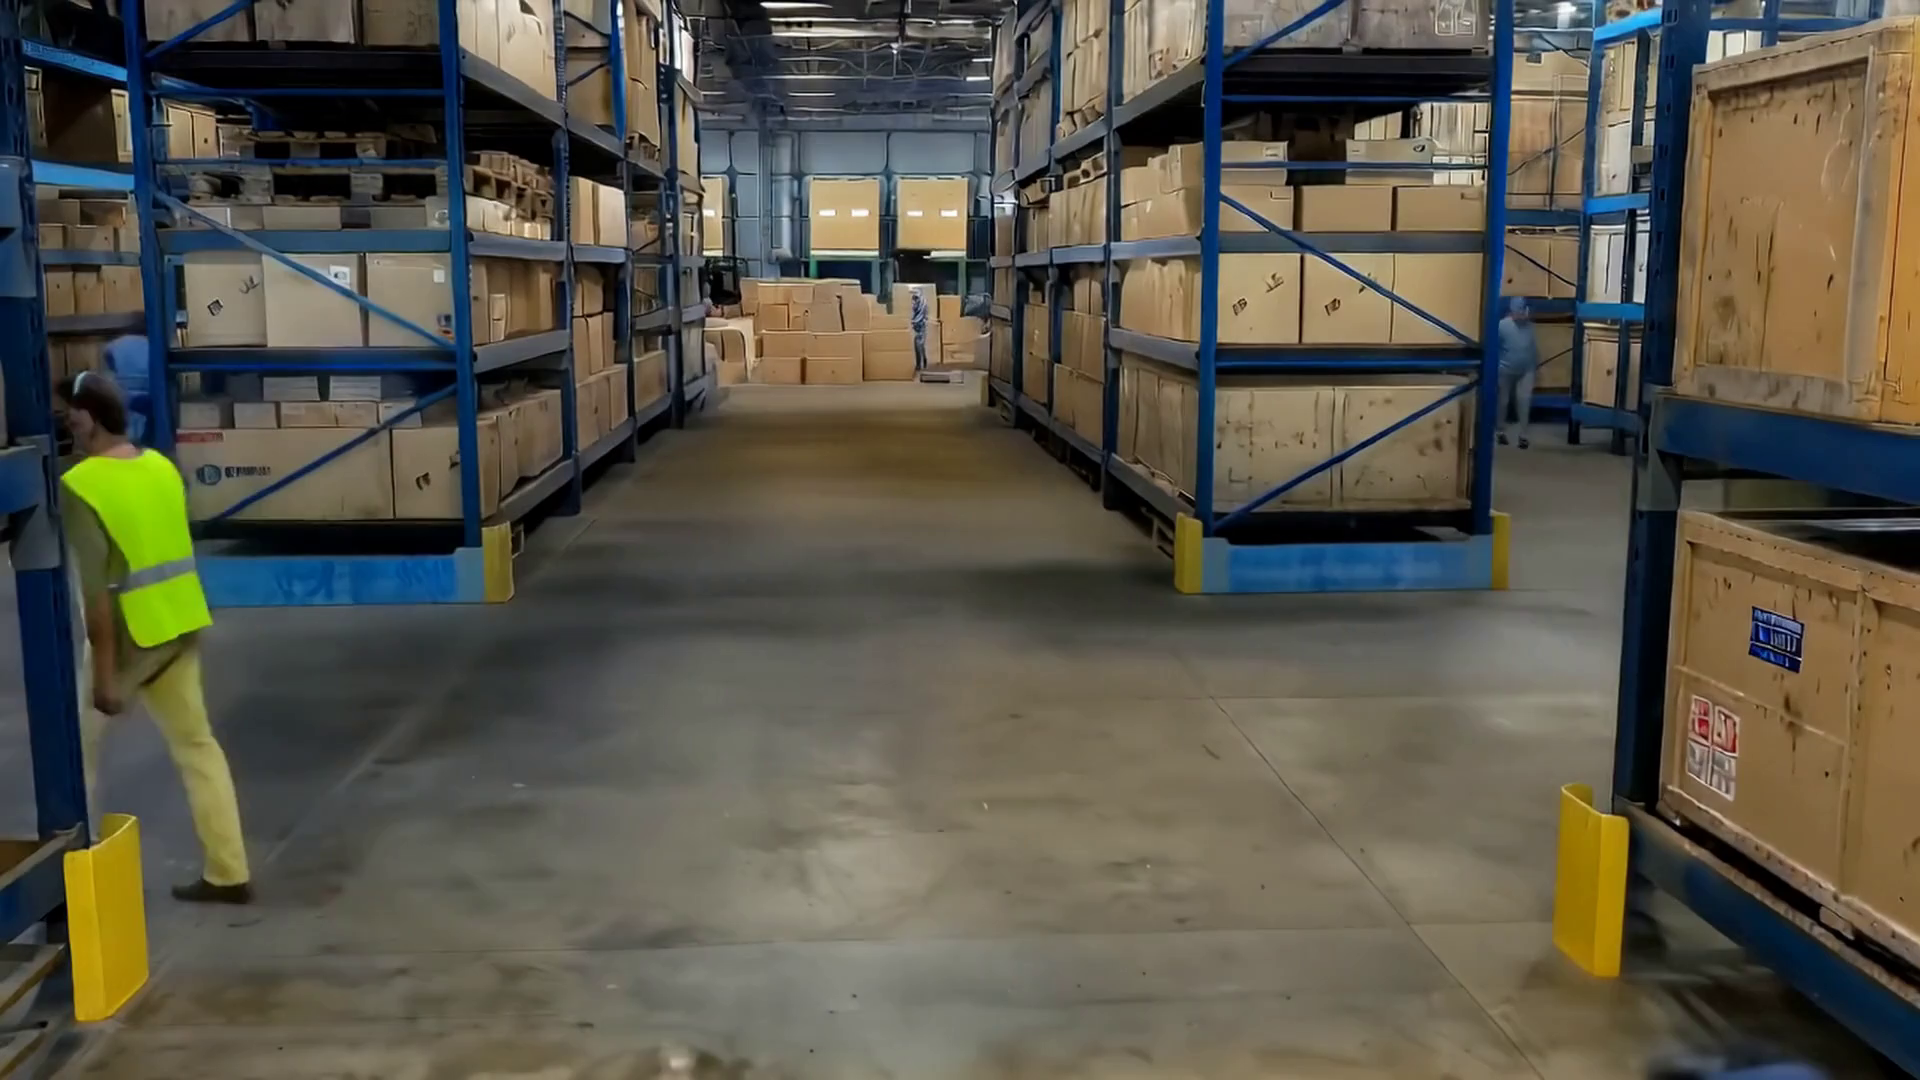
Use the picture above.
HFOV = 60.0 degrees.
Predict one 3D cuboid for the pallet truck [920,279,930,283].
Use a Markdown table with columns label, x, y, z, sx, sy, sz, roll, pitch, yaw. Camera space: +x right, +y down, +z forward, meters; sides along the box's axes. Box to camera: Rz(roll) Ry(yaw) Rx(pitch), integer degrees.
| label | x | y | z | sx | sy | sz | roll | pitch | yaw |
| --- | --- | --- | --- | --- | --- | --- | --- | --- | --- |
| pallet truck | -0.932 | -8.922 | 63.114 | 1.885 | 1.965 | 0.823 | 2 | 9 | 13 |

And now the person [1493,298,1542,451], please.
| label | x | y | z | sx | sy | sz | roll | pitch | yaw |
| --- | --- | --- | --- | --- | --- | --- | --- | --- | --- |
| person | 6.793 | -2.044 | 20.443 | 0.649 | 1.847 | 1.054 | 1 | 9 | 7 |

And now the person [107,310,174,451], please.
| label | x | y | z | sx | sy | sz | roll | pitch | yaw |
| --- | --- | --- | --- | --- | --- | --- | --- | --- | --- |
| person | -7.723 | -1.272 | 15.765 | 0.623 | 1.790 | 0.997 | -1 | 9 | -4 |

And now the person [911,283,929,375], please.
| label | x | y | z | sx | sy | sz | roll | pitch | yaw |
| --- | --- | --- | --- | --- | --- | --- | --- | --- | --- |
| person | -0.882 | -4.463 | 35.290 | 0.351 | 1.942 | 0.547 | -6 | 11 | -31 |

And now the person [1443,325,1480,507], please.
| label | x | y | z | sx | sy | sz | roll | pitch | yaw |
| --- | --- | --- | --- | --- | --- | --- | --- | --- | --- |
| person | 4.551 | -1.091 | 14.904 | 0.320 | 1.692 | 0.529 | -6 | 11 | -35 |

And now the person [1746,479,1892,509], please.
| label | x | y | z | sx | sy | sz | roll | pitch | yaw |
| --- | --- | --- | --- | --- | --- | --- | --- | --- | --- |
| person | 3.047 | 0.270 | 5.835 | 0.993 | 1.849 | 0.667 | -2 | 9 | -11 |

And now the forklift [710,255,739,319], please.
| label | x | y | z | sx | sy | sz | roll | pitch | yaw |
| --- | --- | --- | --- | --- | --- | --- | --- | --- | --- |
| forklift | -8.368 | -8.713 | 59.038 | 1.129 | 2.768 | 1.873 | -1 | 9 | -4 |

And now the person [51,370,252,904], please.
| label | x | y | z | sx | sy | sz | roll | pitch | yaw |
| --- | --- | --- | --- | --- | --- | --- | --- | --- | --- |
| person | -2.821 | 0.348 | 5.512 | 0.902 | 1.799 | 0.617 | 2 | 9 | 10 |

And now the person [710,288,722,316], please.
| label | x | y | z | sx | sy | sz | roll | pitch | yaw |
| --- | --- | --- | --- | --- | --- | --- | --- | --- | --- |
| person | -8.269 | -7.700 | 56.488 | 0.805 | 1.662 | 0.542 | 3 | 10 | 19 |

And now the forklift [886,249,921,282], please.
| label | x | y | z | sx | sy | sz | roll | pitch | yaw |
| --- | --- | --- | --- | --- | --- | --- | --- | --- | --- |
| forklift | -1.537 | -6.556 | 45.497 | 1.129 | 2.768 | 1.873 | -2 | 9 | -13 |
